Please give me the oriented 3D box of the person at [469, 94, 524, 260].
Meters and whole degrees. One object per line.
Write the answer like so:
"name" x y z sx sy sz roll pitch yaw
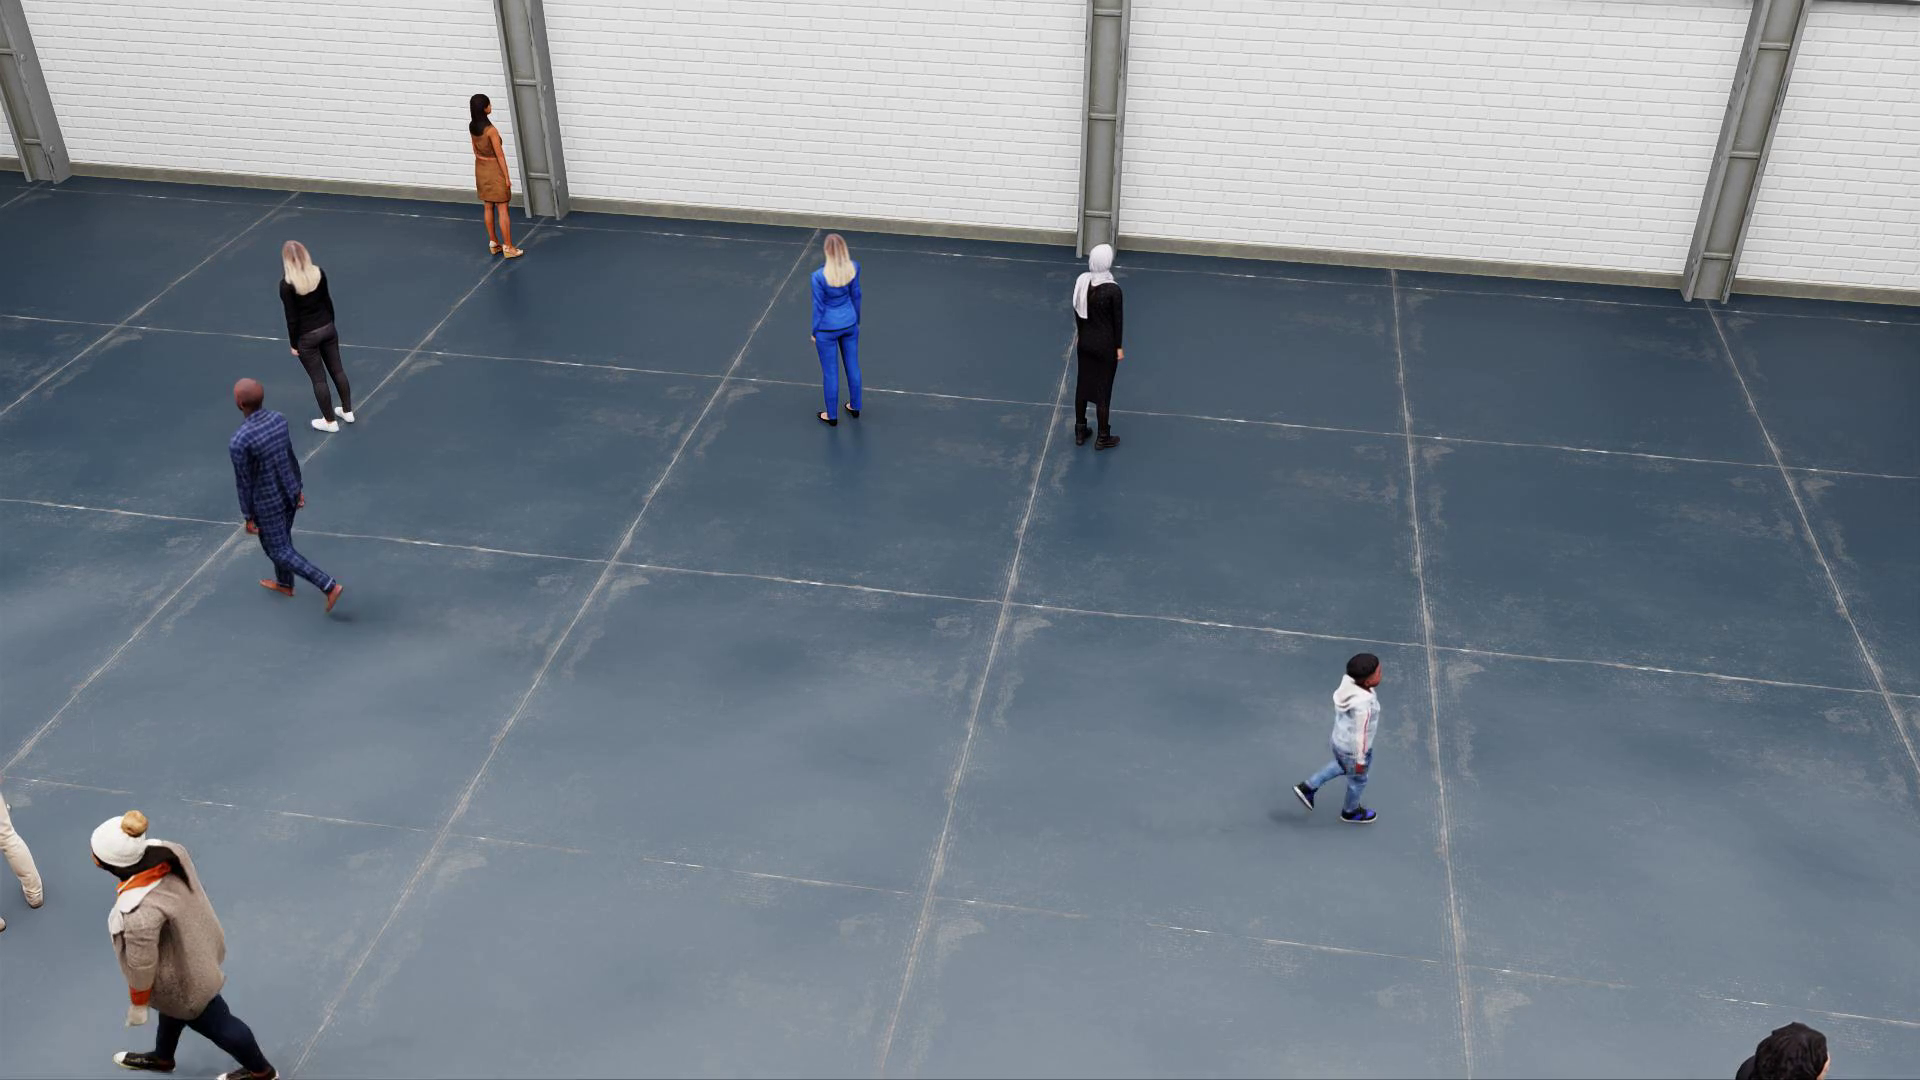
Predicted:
"person" -4.714 -3.666 16.756 0.577 1.690 0.692 22 39 29

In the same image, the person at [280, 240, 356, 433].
"person" -5.342 -1.690 13.786 0.668 1.686 0.680 20 39 28

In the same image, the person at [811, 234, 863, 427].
"person" -1.019 -1.762 13.882 0.699 1.701 0.762 -21 39 -28

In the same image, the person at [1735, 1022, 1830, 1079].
"person" 3.319 2.705 7.039 0.588 1.836 0.666 0 34 0

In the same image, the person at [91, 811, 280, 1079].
"person" -3.690 2.013 8.059 1.150 1.859 0.955 -6 34 -9

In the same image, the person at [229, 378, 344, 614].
"person" -4.716 -0.279 11.566 1.099 1.794 0.779 12 35 17

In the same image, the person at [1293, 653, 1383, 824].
"person" 2.274 1.184 9.859 0.779 1.247 0.583 -2 34 -3

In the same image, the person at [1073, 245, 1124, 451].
"person" 1.116 -1.561 13.507 0.618 1.780 0.739 23 40 30
